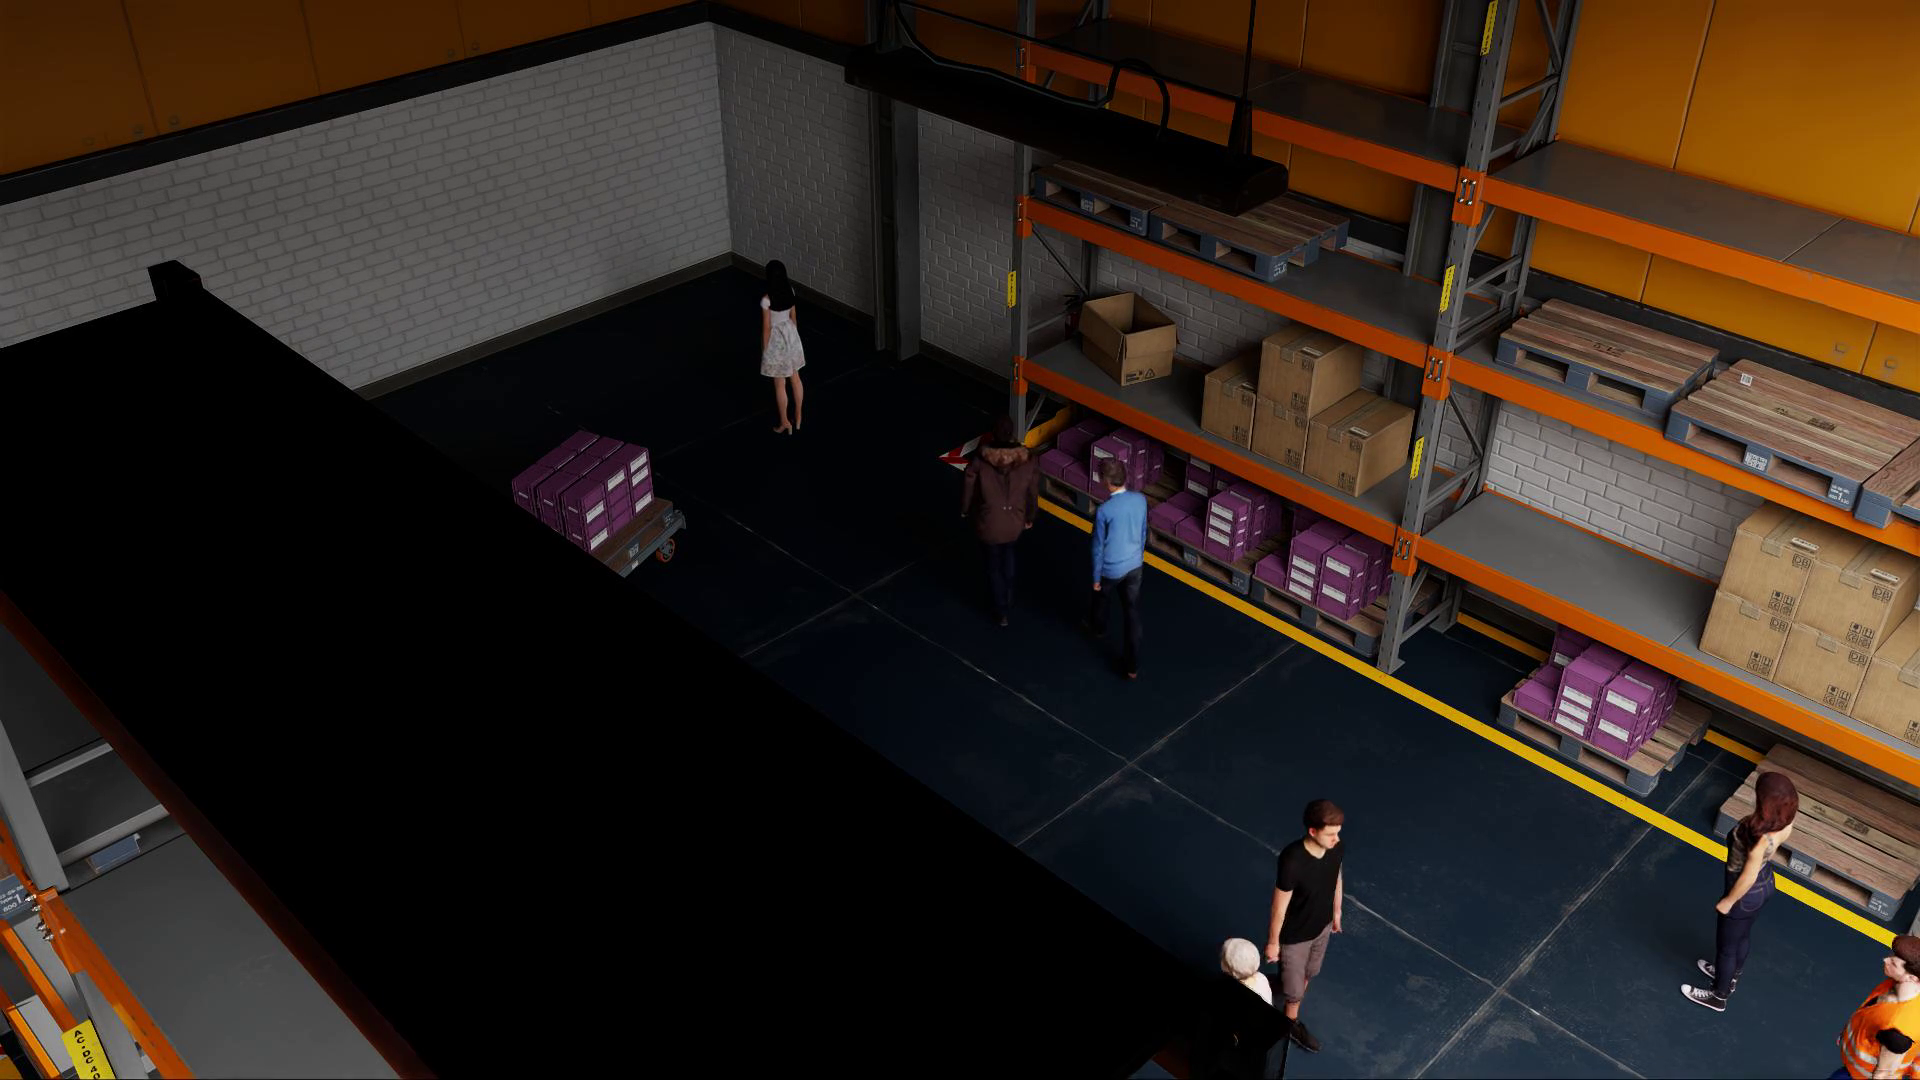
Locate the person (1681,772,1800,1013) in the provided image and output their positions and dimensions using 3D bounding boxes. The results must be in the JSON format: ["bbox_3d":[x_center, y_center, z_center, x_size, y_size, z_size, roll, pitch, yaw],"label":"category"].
[{"bbox_3d":[4.677,2.081,9.869,0.598,1.770,0.514,-29,43,-36],"label":"person"}]

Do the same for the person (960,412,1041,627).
[{"bbox_3d":[0.335,-0.112,13.120,0.924,1.823,0.970,-10,35,-15],"label":"person"}]

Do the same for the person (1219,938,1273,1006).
[{"bbox_3d":[1.549,2.823,8.851,1.062,1.660,0.695,22,39,29],"label":"person"}]

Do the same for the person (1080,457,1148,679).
[{"bbox_3d":[1.250,0.239,12.646,0.949,1.763,1.224,-15,36,-21],"label":"person"}]

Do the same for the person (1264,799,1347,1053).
[{"bbox_3d":[1.925,2.177,9.646,0.753,1.856,0.816,-23,40,-30],"label":"person"}]

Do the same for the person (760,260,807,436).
[{"bbox_3d":[-1.689,-1.819,15.733,0.641,1.774,0.627,-28,42,-35],"label":"person"}]
